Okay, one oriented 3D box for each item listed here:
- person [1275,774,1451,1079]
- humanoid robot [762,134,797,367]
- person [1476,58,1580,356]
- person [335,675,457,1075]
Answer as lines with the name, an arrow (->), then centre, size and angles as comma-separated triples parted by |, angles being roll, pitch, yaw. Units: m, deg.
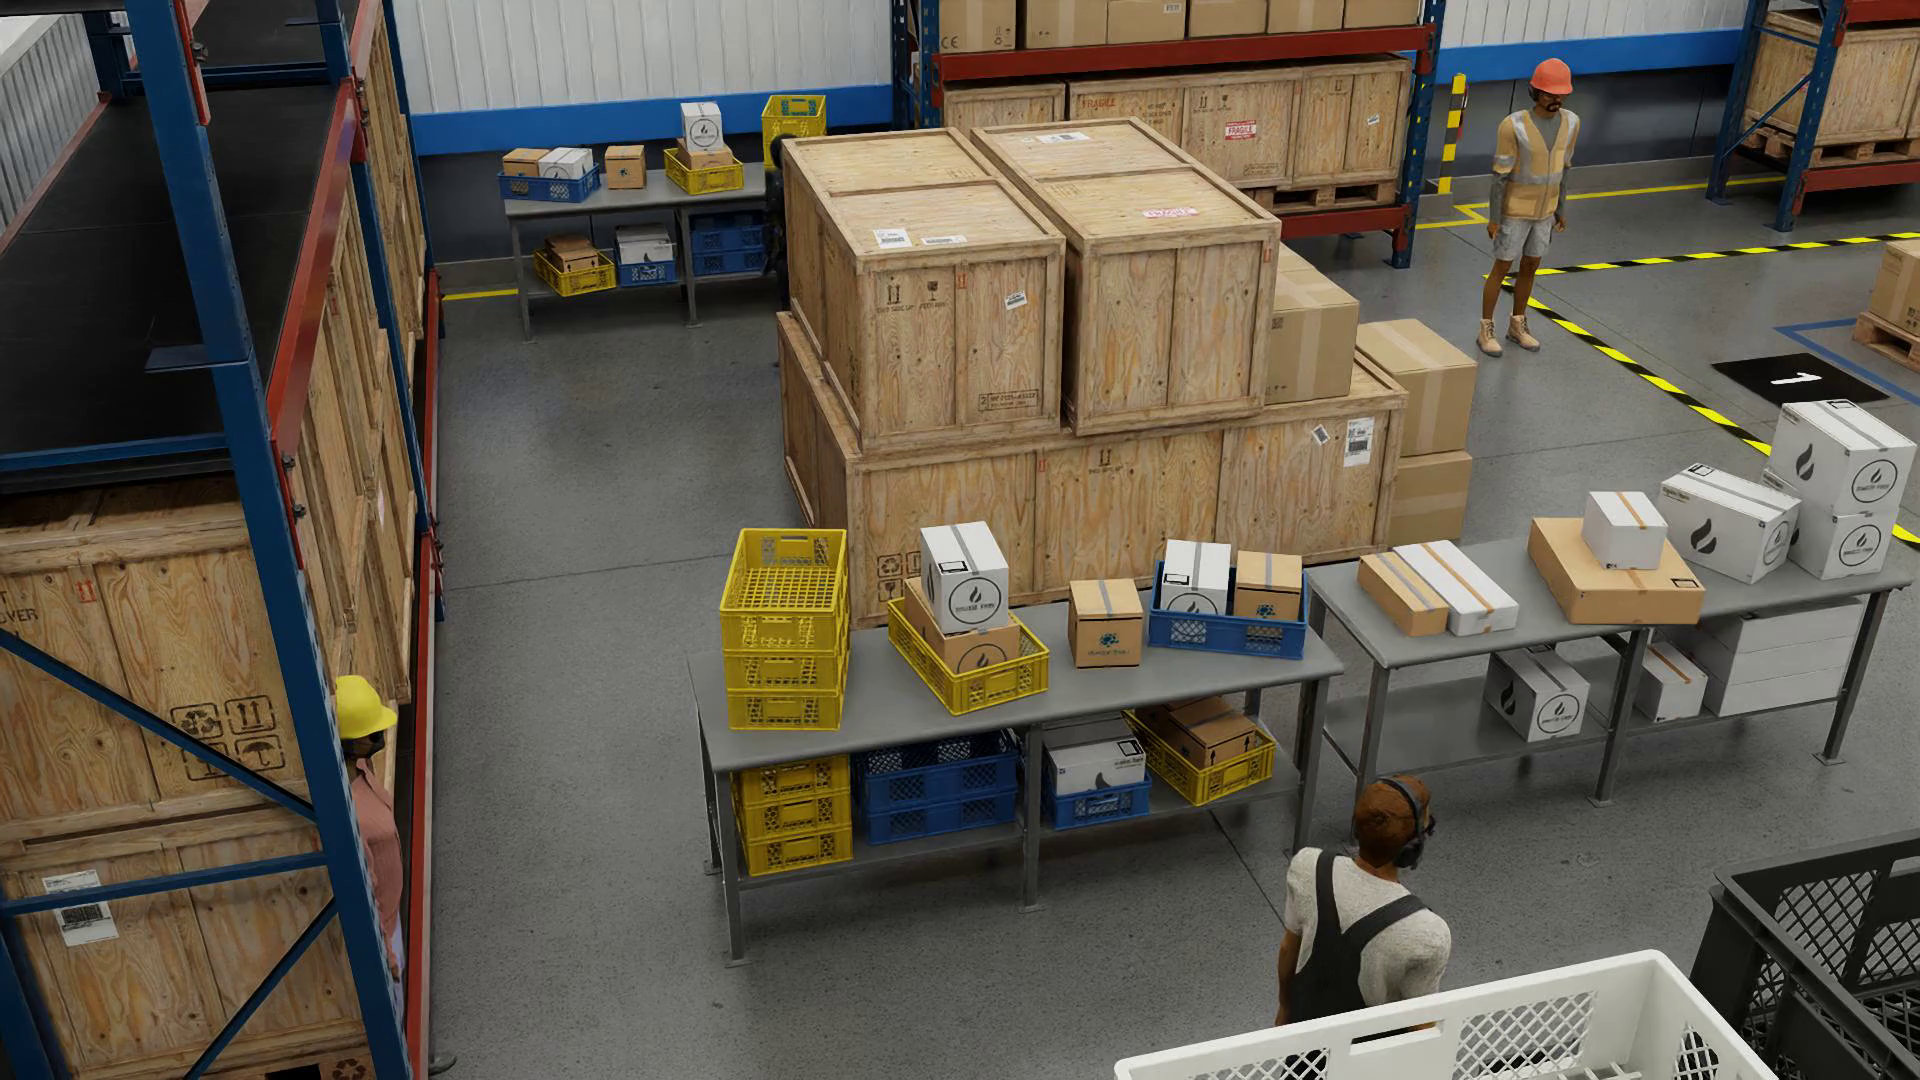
person -> 1.132, 1.459, 4.847 | 0.507, 1.839, 0.337 | 24, 37, 36
humanoid robot -> -1.096, -1.879, 11.086 | 0.349, 1.665, 0.586 | -25, 38, -38
person -> 3.902, -2.261, 11.383 | 0.613, 2.042, 0.371 | -9, 30, -16
person -> -1.885, 1.200, 5.396 | 0.336, 1.761, 0.523 | -9, 30, -17
